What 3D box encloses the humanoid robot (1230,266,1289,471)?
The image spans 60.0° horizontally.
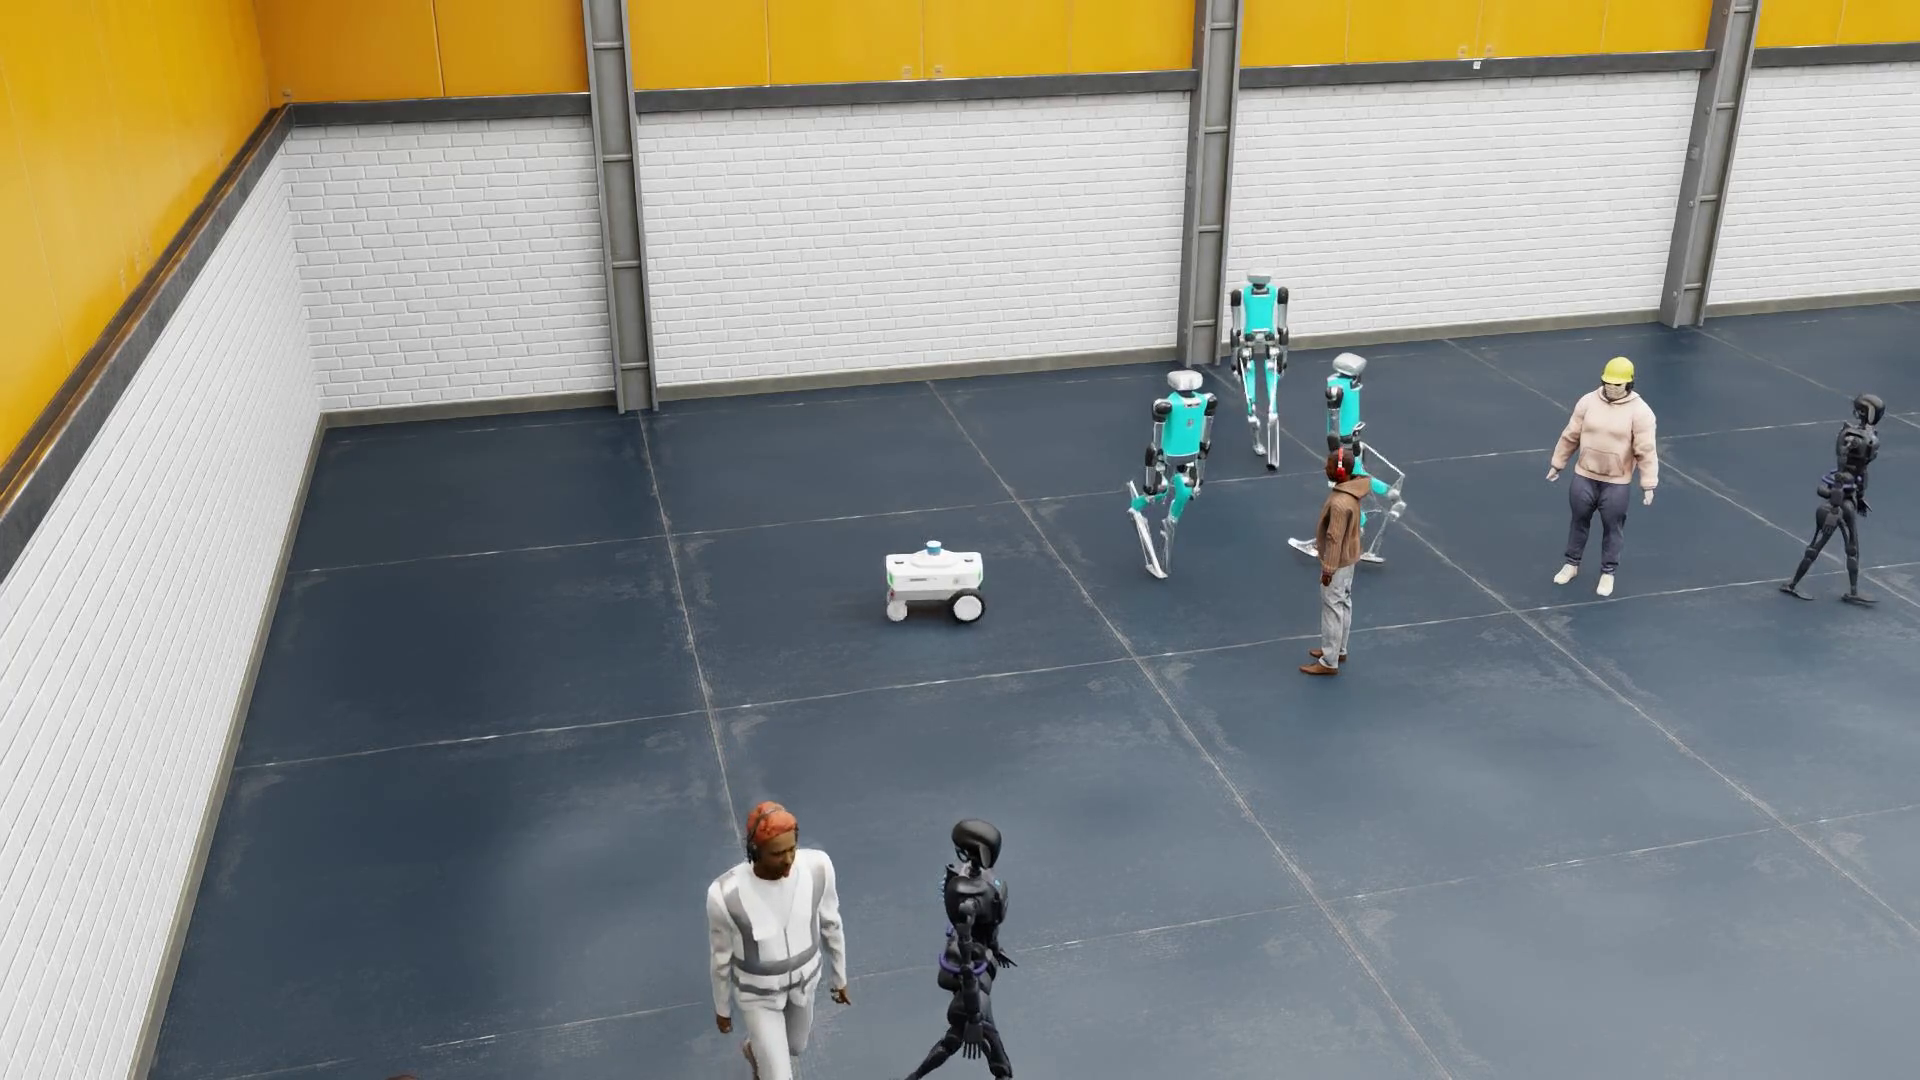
[{"bbox_3d":[2.705,-1.477,14.982,0.566,1.843,0.869,1,24,2],"label":"humanoid robot"}]

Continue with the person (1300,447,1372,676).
[{"bbox_3d":[2.571,0.147,11.317,0.327,1.648,0.462,10,26,22],"label":"person"}]

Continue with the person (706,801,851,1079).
[{"bbox_3d":[-0.802,1.875,7.149,0.587,1.852,0.913,-13,27,-27],"label":"person"}]

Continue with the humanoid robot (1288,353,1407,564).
[{"bbox_3d":[3.087,-0.563,12.800,0.982,1.736,0.542,13,27,27],"label":"humanoid robot"}]

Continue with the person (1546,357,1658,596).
[{"bbox_3d":[4.856,-0.499,12.527,0.796,1.858,0.442,18,30,35],"label":"person"}]

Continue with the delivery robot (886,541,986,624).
[{"bbox_3d":[-0.184,0.292,12.323,0.776,0.580,0.499,-2,24,-4],"label":"delivery robot"}]

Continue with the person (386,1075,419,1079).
[{"bbox_3d":[-1.788,2.544,5.721,0.476,1.767,0.358,22,32,40],"label":"person"}]

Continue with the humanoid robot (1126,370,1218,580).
[{"bbox_3d":[1.536,-0.435,12.672,0.543,1.902,0.735,-11,26,-23],"label":"humanoid robot"}]

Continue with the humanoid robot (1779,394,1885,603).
[{"bbox_3d":[6.568,-0.287,12.280,0.589,1.636,0.647,-22,32,-40],"label":"humanoid robot"}]

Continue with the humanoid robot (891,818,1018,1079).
[{"bbox_3d":[0.043,1.920,7.335,0.779,1.646,0.609,4,24,9],"label":"humanoid robot"}]
